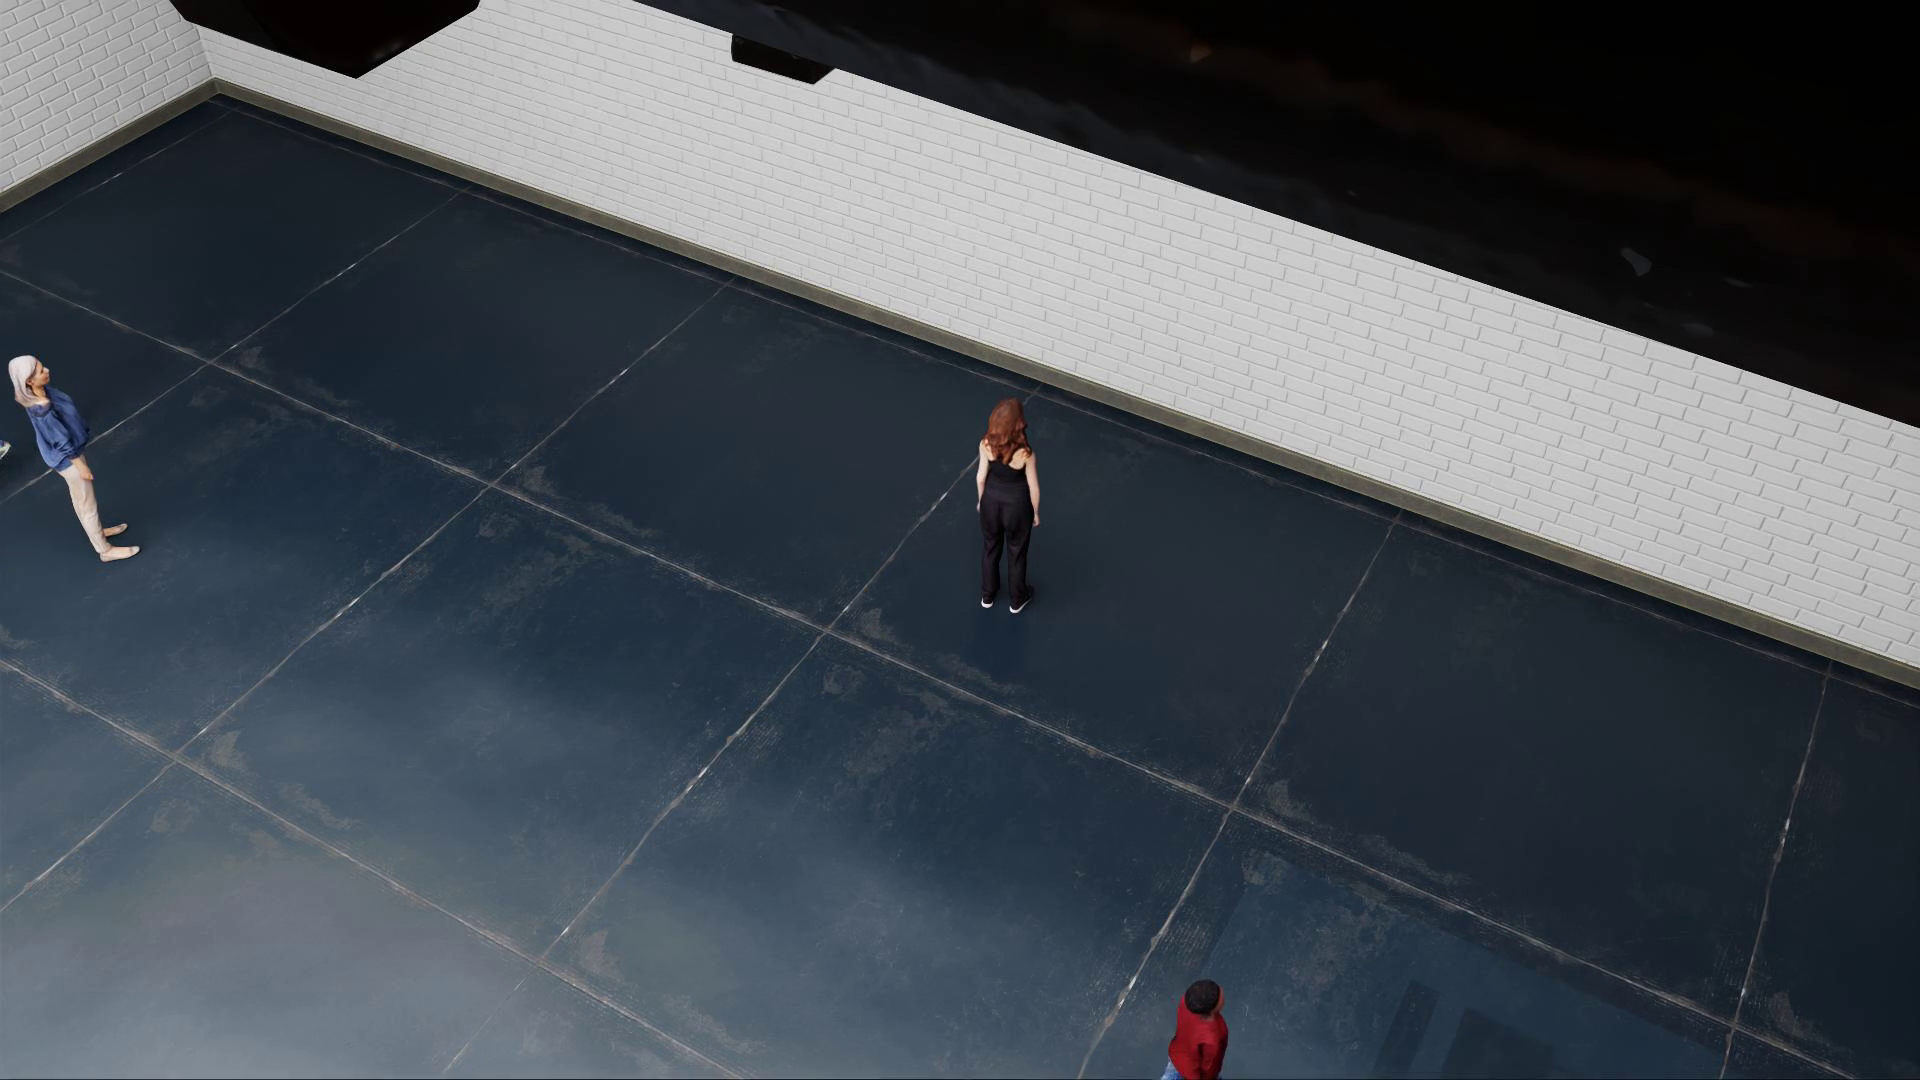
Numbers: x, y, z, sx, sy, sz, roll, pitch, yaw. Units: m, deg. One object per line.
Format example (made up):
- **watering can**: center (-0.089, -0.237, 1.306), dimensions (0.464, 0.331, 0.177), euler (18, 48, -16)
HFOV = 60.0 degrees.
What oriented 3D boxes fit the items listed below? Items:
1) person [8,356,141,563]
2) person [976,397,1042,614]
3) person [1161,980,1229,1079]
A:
- **person**: center (-6.114, -0.567, 11.394), dimensions (0.696, 1.698, 0.693), euler (-27, 50, -25)
- **person**: center (0.299, -0.221, 10.989), dimensions (0.630, 1.745, 0.567), euler (13, 45, 14)
- **person**: center (1.124, 2.627, 8.364), dimensions (0.729, 1.241, 0.663), euler (-17, 46, -17)
